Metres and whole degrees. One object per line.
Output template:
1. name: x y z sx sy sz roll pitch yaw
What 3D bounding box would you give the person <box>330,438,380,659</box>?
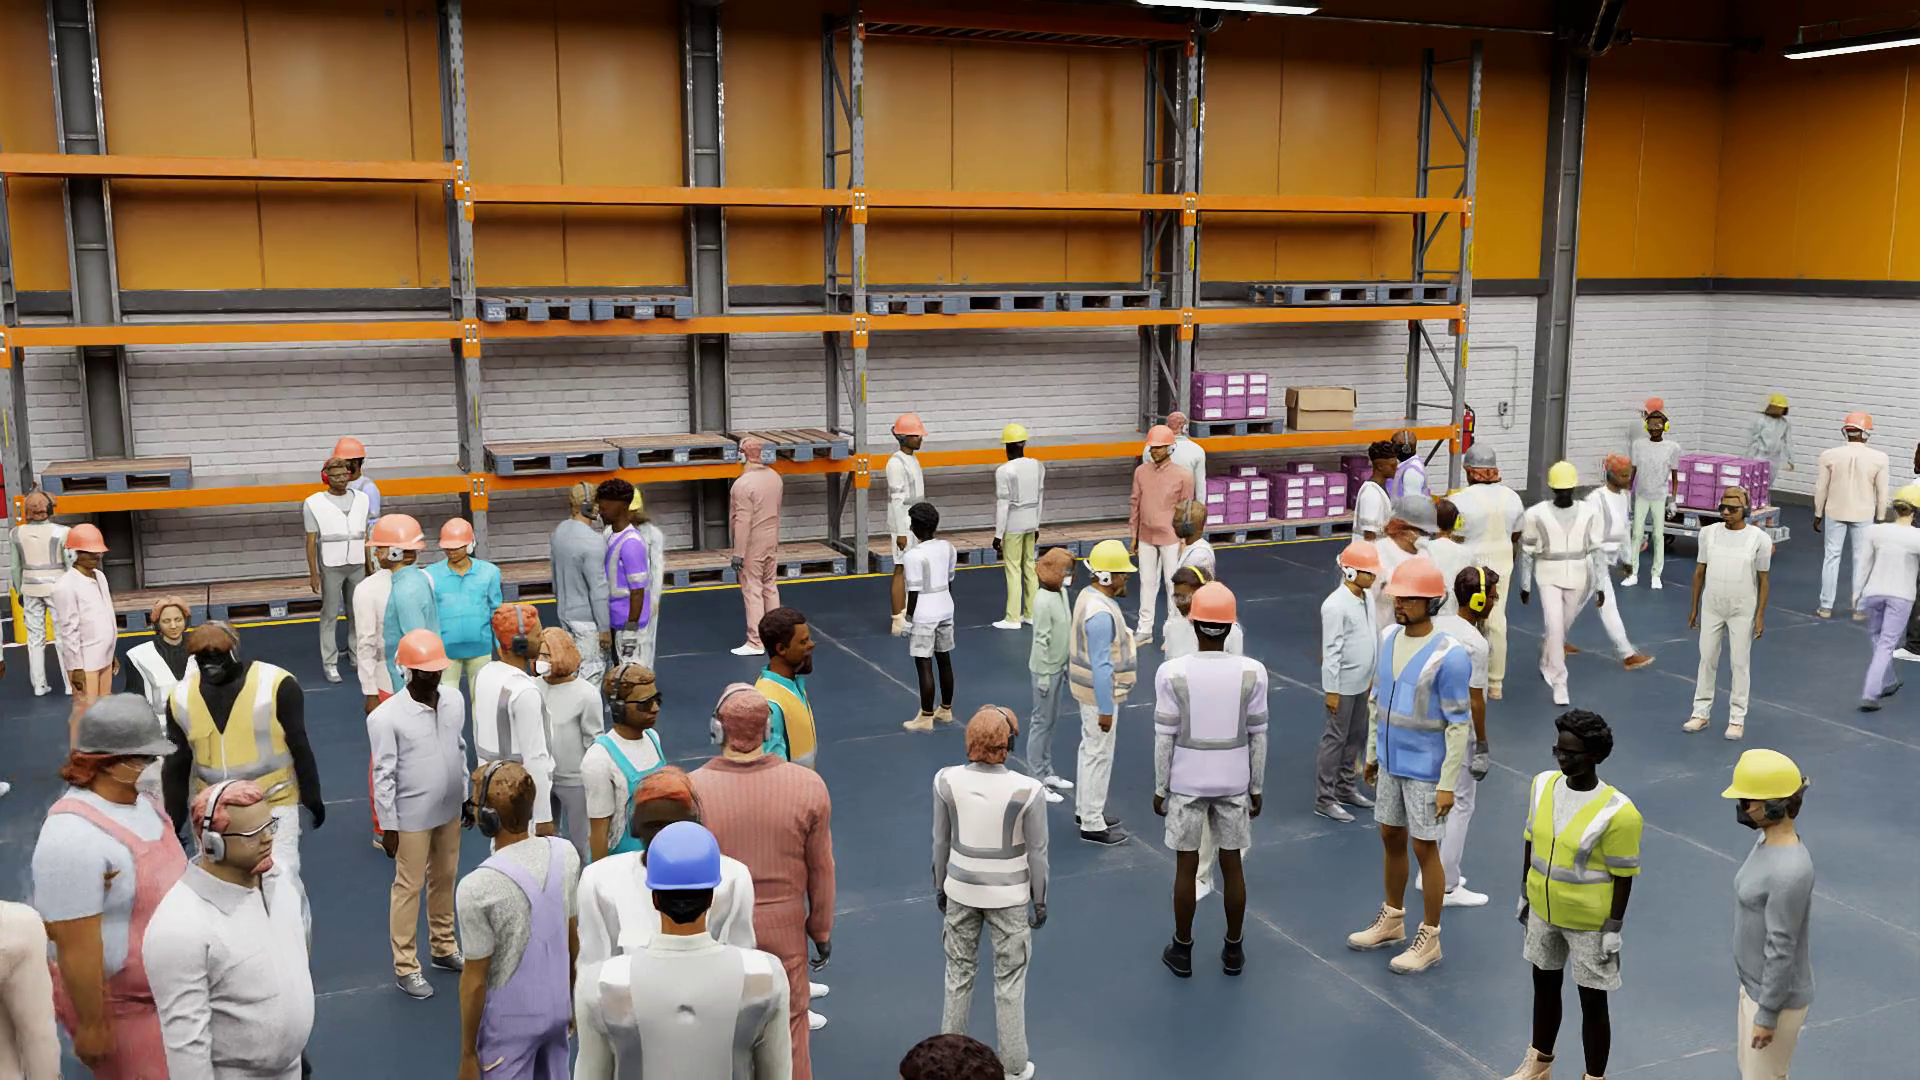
1. person: -5.152 0.090 14.190 0.543 1.938 0.357 9 13 41

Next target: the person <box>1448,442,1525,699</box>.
1. person: 4.003 0.247 12.989 0.689 2.000 0.535 -4 10 -20

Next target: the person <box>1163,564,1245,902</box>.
1. person: 1.373 1.021 9.140 0.526 1.839 0.747 8 12 38

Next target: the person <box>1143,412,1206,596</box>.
1. person: 2.167 -0.355 16.898 0.653 1.894 0.401 2 10 11

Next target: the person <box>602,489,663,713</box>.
1. person: -2.503 0.458 12.671 0.492 1.714 0.649 0 10 -1

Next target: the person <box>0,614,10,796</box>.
1. person: -6.385 0.739 10.515 0.597 1.914 0.372 -4 11 -22

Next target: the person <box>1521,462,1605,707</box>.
1. person: 4.751 0.305 13.139 0.606 1.884 0.972 0 10 2

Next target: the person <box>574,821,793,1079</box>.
1. person: -0.769 1.745 4.692 0.617 1.932 0.419 -3 10 -16

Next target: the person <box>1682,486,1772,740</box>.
1. person: 5.536 0.518 11.995 0.515 1.843 0.326 9 13 41

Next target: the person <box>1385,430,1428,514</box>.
1. person: 4.210 -0.129 15.773 0.431 1.835 0.623 1 10 7

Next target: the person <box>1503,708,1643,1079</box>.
1. person: 2.471 1.507 6.722 0.319 1.696 0.532 -6 11 -31

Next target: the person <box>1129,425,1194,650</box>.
1. person: 1.764 -0.023 14.681 0.613 1.994 0.382 7 12 34

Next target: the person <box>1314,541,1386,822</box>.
1. person: 2.433 0.862 10.299 0.347 1.743 0.566 8 12 37

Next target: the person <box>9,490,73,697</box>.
1. person: -7.184 0.429 13.091 0.515 1.641 0.315 0 10 -1

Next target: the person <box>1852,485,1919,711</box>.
1. person: 7.214 0.436 12.812 0.904 1.710 0.533 -7 12 -37

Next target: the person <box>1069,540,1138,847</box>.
1. person: 0.849 0.896 9.879 0.403 1.824 0.601 0 10 0

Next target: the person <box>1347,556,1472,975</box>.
1. person: 2.188 1.087 8.126 0.366 2.047 0.615 -5 11 -26

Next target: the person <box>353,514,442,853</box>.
1. person: -3.268 0.828 9.781 0.395 1.990 0.619 4 11 23

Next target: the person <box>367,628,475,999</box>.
1. person: -2.519 1.273 7.903 0.338 1.749 0.573 5 11 27

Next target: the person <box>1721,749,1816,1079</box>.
1. person: 2.871 1.610 5.972 0.342 1.752 0.532 3 10 18

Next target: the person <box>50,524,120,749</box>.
1. person: -5.669 0.759 10.870 0.320 1.750 0.559 -1 10 -5

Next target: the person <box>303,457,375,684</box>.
1. person: -5.076 0.232 13.633 0.376 1.844 0.573 8 13 38

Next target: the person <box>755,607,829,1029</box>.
1. person: -0.806 1.246 7.578 0.392 1.922 0.593 0 10 -2

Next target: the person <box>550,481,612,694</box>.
1. person: -2.594 0.559 11.503 0.352 1.932 0.635 -8 13 -39

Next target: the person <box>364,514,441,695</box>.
1. person: -3.239 0.831 9.755 0.397 1.992 0.623 -3 10 -15

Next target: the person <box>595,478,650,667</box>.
1. person: -2.327 0.543 11.497 0.361 1.965 0.612 -4 11 -23

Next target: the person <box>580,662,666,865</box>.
1. person: -1.346 1.405 6.877 0.344 1.847 0.504 3 10 17

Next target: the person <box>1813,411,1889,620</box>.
1. person: 8.511 -0.235 15.910 0.623 1.987 0.394 5 11 28

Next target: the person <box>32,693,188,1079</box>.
1. person: -2.937 1.499 5.778 0.665 2.000 0.691 -2 10 -10

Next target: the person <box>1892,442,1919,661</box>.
1. person: 8.272 0.086 14.269 0.589 1.920 0.392 -6 12 -33

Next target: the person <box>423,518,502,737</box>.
1. person: -3.334 0.709 11.160 0.571 1.747 0.338 -4 11 -23

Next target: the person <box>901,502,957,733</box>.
1. person: -0.232 0.563 12.166 0.321 1.695 0.529 7 12 36

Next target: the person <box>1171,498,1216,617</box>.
1. person: 1.578 0.630 11.346 0.329 1.844 0.517 1 10 7

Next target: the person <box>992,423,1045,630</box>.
1. person: 0.530 -0.124 15.456 0.364 1.928 0.587 10 14 44

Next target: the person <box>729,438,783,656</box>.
1. person: -1.805 0.056 14.494 0.403 1.901 0.651 5 11 24

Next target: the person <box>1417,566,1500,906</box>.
1. person: 2.687 1.049 8.922 0.345 1.856 0.525 -2 10 -14

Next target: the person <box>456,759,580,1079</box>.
1. person: -1.480 1.632 5.608 0.342 1.840 0.503 6 12 31

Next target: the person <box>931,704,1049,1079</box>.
1. person: 0.120 1.498 6.967 0.519 1.631 0.313 4 11 21

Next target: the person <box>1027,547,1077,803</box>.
1. person: 0.597 0.848 10.699 0.295 1.632 0.501 3 10 18

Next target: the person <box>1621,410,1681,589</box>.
1. person: 7.205 -0.423 17.345 0.510 1.872 0.329 6 11 29

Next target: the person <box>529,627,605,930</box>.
1. person: -2.033 1.239 8.445 0.506 1.633 0.279 4 11 21

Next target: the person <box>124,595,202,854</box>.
1. person: -4.310 1.108 9.177 0.513 1.642 0.313 -7 12 -37

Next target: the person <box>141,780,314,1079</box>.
1. person: -2.206 1.669 5.181 0.401 1.910 0.642 1 10 6

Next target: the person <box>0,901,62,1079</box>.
1. person: -2.993 1.685 4.916 0.638 1.962 0.433 -4 11 -21

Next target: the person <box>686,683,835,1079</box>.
1. person: -0.799 1.477 6.293 0.652 1.905 0.405 -2 10 -14

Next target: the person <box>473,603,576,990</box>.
1. person: -2.078 1.221 7.827 0.337 1.882 0.585 -8 13 -38

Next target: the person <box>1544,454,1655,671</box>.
1. person: 5.437 0.166 14.124 0.631 1.824 1.055 -9 13 -43

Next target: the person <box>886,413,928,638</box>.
1. person: -0.470 -0.139 15.208 0.372 2.044 0.607 2 10 11

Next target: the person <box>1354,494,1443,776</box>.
1. person: 2.781 0.630 10.782 0.699 2.000 0.966 -7 12 -36

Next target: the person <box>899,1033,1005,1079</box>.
1. person: 0.016 1.953 3.515 0.391 1.919 0.590 1 10 5

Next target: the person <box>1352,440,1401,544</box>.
1. person: 3.452 0.135 13.875 0.369 1.959 0.608 3 10 18

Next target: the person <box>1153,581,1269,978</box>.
1. person: 1.200 1.158 8.041 0.550 1.937 0.357 0 10 -2

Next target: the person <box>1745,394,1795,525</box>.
1. person: 10.335 -1.003 21.161 0.523 1.697 0.861 -1 10 -8

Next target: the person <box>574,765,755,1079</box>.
1. person: -0.951 1.644 5.392 0.582 1.882 0.337 -1 10 -6

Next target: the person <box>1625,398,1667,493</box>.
1. person: 8.587 -0.938 20.851 0.967 1.687 0.559 -2 10 -9

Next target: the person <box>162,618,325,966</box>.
1. person: -3.365 1.252 7.840 0.686 1.828 0.636 0 10 0
